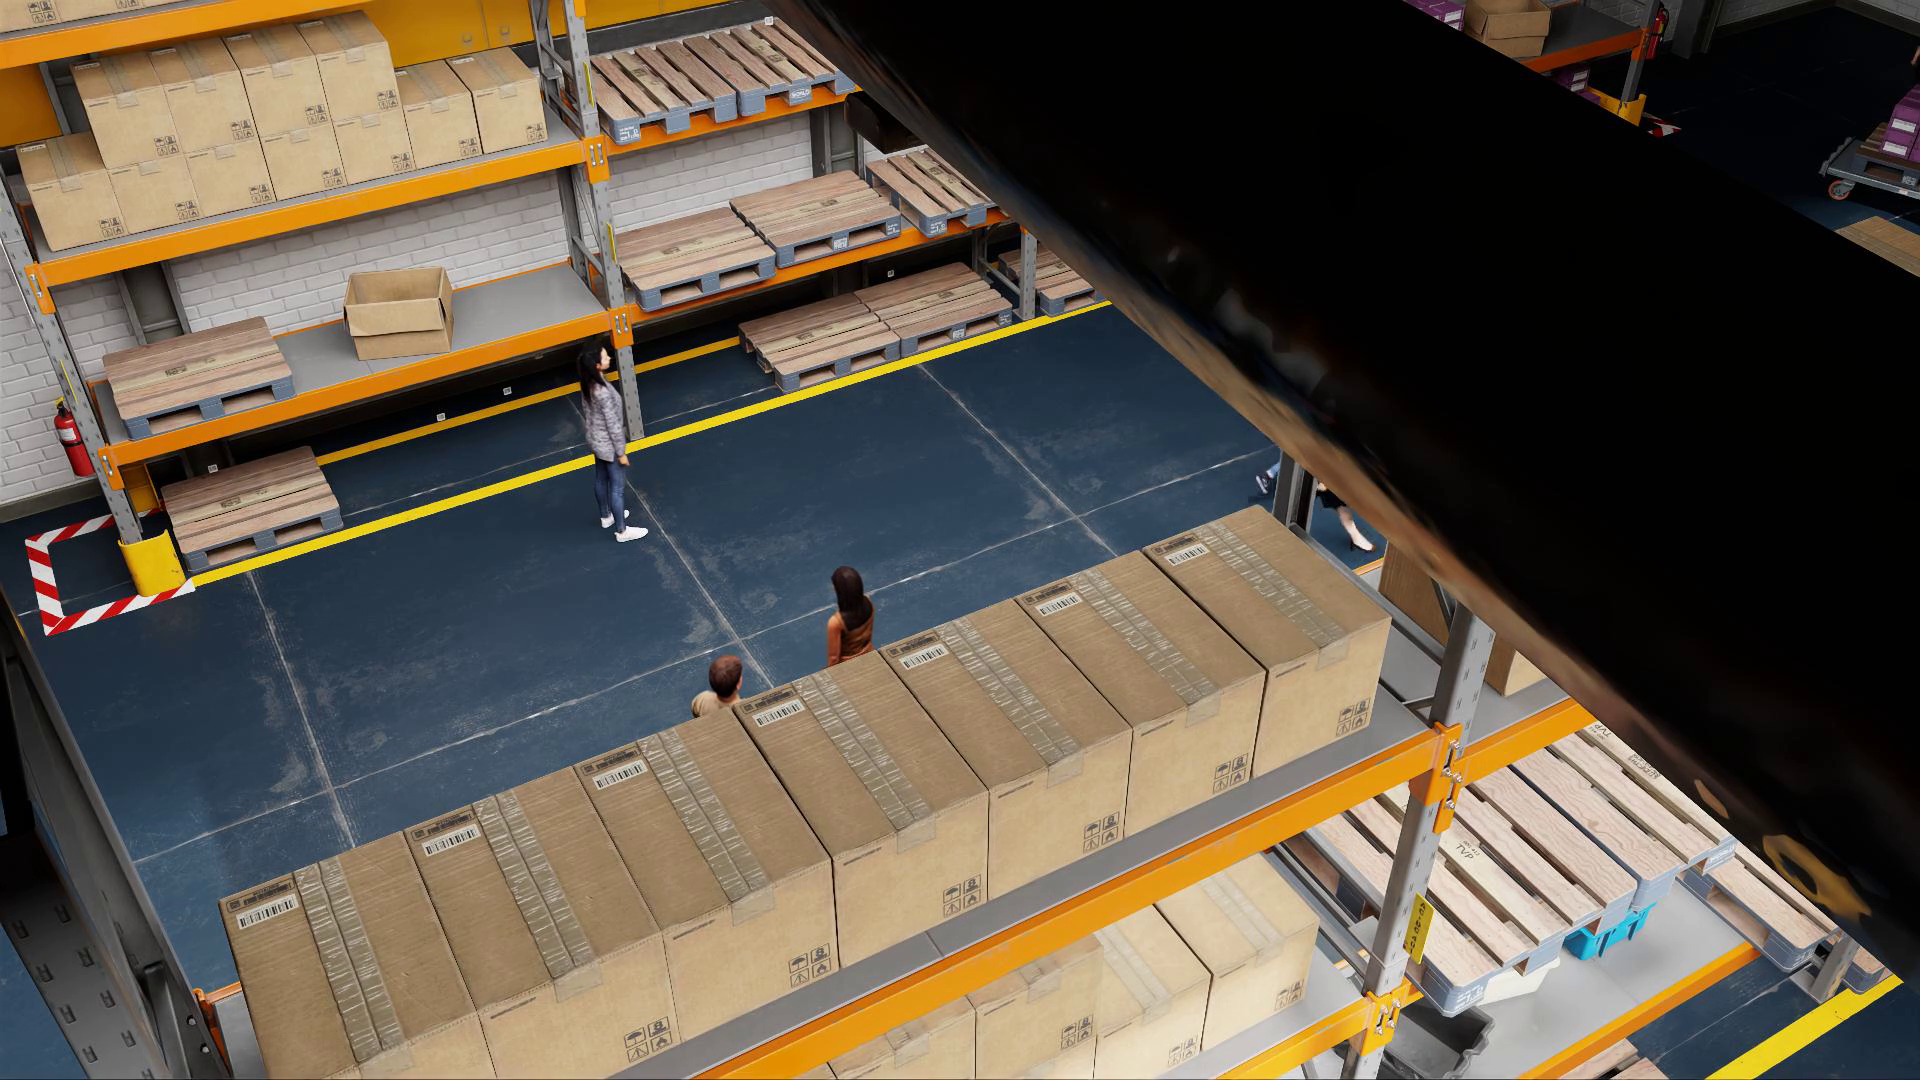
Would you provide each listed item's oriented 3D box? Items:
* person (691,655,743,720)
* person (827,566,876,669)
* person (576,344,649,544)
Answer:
[{"bbox_3d":[-1.343,1.416,10.085,0.749,1.852,0.785,13,41,16],"label":"person"},{"bbox_3d":[-0.697,0.865,10.910,0.699,1.684,0.588,22,44,25],"label":"person"},{"bbox_3d":[-2.753,-0.770,12.919,0.548,1.732,0.631,-25,45,-28],"label":"person"}]
